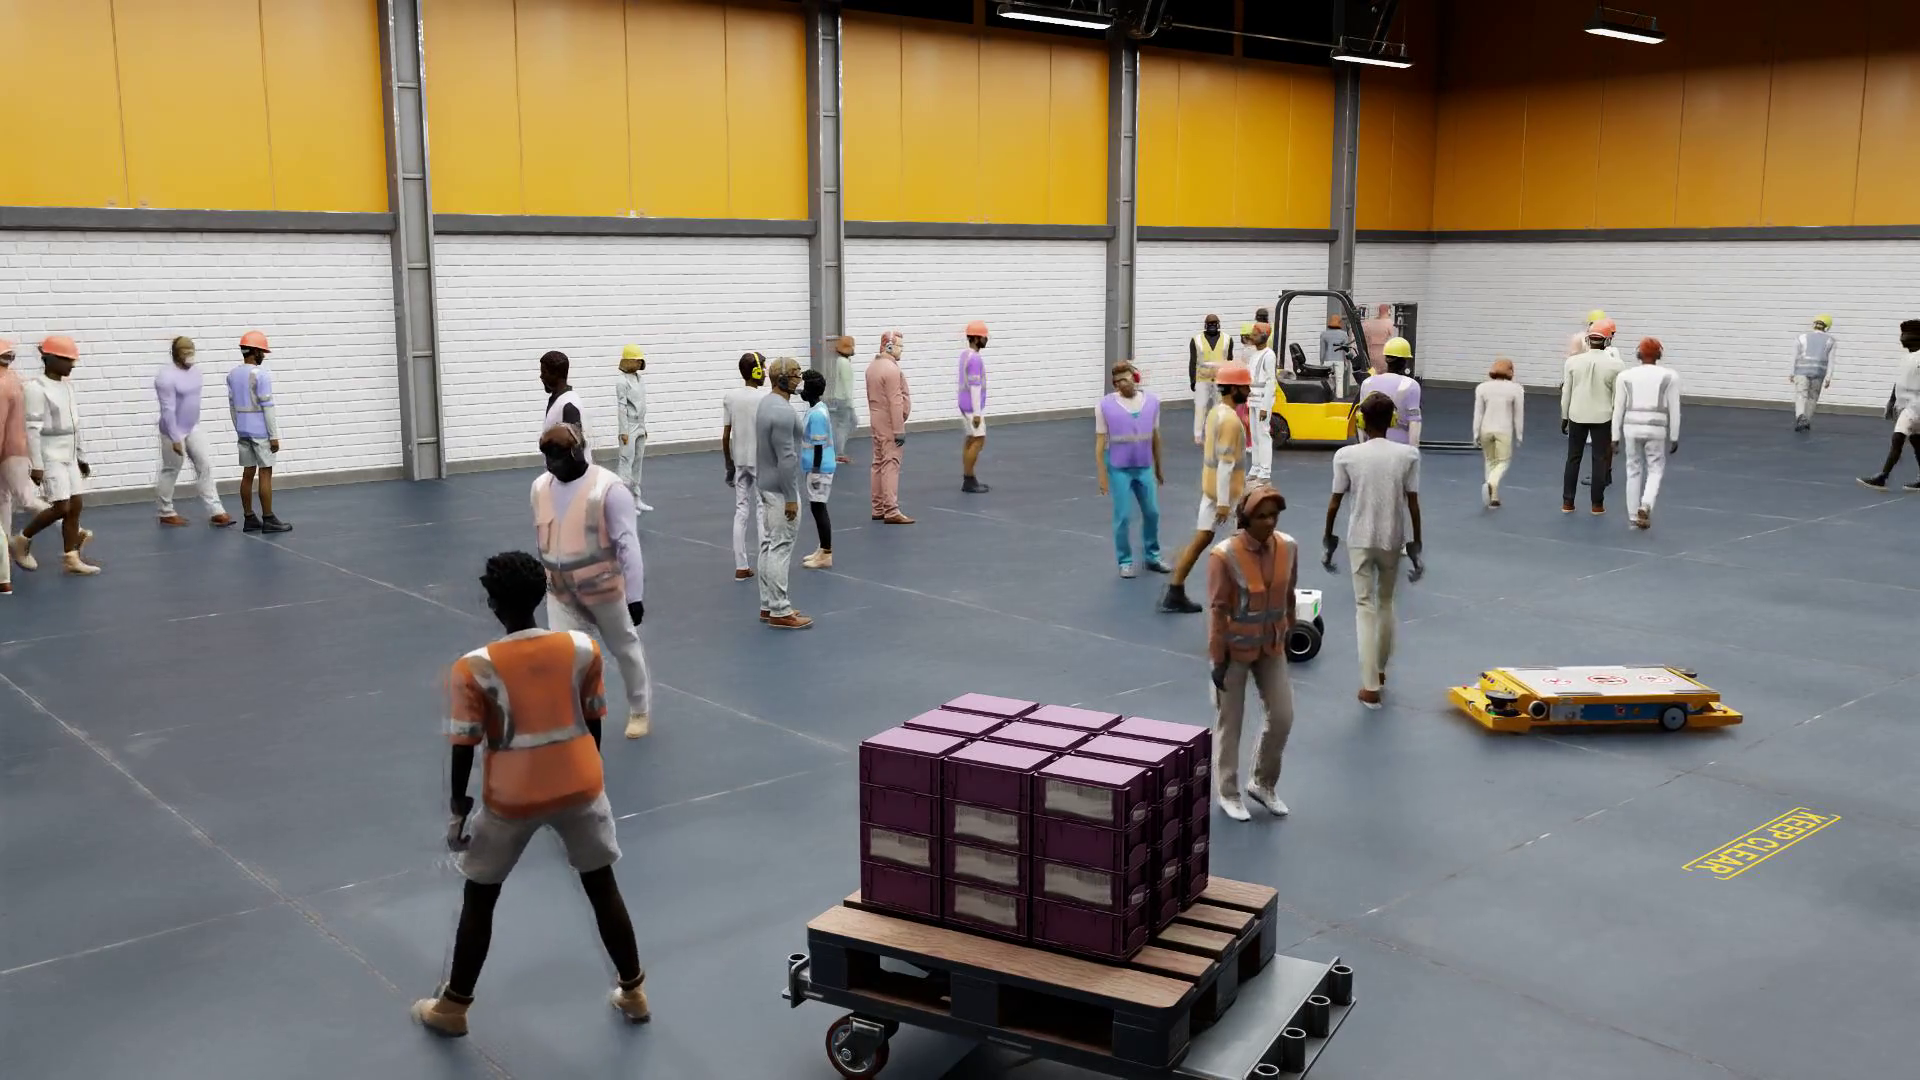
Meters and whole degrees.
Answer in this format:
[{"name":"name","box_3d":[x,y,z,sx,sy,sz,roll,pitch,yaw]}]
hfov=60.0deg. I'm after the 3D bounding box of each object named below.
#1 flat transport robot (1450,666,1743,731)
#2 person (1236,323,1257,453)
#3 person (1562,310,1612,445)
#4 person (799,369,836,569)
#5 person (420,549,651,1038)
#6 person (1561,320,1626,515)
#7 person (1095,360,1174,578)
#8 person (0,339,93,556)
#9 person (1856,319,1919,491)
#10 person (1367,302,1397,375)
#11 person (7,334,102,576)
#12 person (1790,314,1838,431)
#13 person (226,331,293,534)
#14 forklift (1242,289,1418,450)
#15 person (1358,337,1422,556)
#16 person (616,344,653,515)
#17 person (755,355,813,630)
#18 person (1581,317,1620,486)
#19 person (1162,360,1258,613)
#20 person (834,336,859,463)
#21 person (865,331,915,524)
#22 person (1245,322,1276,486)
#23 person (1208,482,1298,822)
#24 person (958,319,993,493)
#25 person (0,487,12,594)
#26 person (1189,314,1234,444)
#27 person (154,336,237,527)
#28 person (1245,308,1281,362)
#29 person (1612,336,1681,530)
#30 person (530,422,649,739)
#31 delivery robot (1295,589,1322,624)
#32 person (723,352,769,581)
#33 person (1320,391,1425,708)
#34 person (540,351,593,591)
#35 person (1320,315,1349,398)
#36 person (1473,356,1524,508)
[{"name":"flat transport robot","box_3d":[3.612,0.892,9.489,1.431,0.197,0.652,-1,10,-4]},{"name":"person","box_3d":[3.868,-2.020,22.201,0.419,1.751,0.531,5,11,29]},{"name":"person","box_3d":[8.853,-2.266,23.287,0.639,1.871,0.962,-3,10,-15]},{"name":"person","box_3d":[-1.211,-0.600,14.088,0.321,1.693,0.538,-1,10,-5]},{"name":"person","box_3d":[-1.488,0.867,5.637,0.713,1.655,0.479,-6,11,-31]},{"name":"person","box_3d":[6.462,-1.244,17.002,0.619,1.989,0.396,6,11,30]},{"name":"person","box_3d":[1.401,-0.578,13.616,0.668,1.803,0.418,-4,10,-21]},{"name":"person","box_3d":[-7.961,-0.739,14.128,0.910,1.956,0.620,-4,10,-20]},{"name":"person","box_3d":[10.537,-1.504,18.654,0.932,1.922,0.639,2,10,9]},{"name":"person","box_3d":[6.920,-2.926,27.123,0.435,1.881,0.669,-5,11,-29]},{"name":"person","box_3d":[-7.461,-0.678,13.616,0.652,2.010,0.661,0,10,0]},{"name":"person","box_3d":[12.741,-2.486,24.868,0.619,1.779,0.776,5,11,26]},{"name":"person","box_3d":[-6.697,-1.024,15.866,0.542,1.929,0.369,5,11,27]},{"name":"forklift","box_3d":[5.034,-2.339,22.783,2.313,2.155,1.214,3,10,16]},{"name":"person","box_3d":[3.797,-0.820,14.670,0.387,1.926,0.591,-9,13,-44]},{"name":"person","box_3d":[-3.338,-1.136,17.058,0.314,1.743,0.493,3,10,16]},{"name":"person","box_3d":[-1.271,-0.338,11.814,0.356,1.938,0.633,-3,10,-18]},{"name":"person","box_3d":[7.374,-1.590,19.152,0.373,1.934,0.552,6,11,32]},{"name":"person","box_3d":[1.952,-0.378,12.219,0.974,1.890,0.558,-1,10,-5]},{"name":"person","box_3d":[-1.441,-1.784,21.198,0.365,1.620,0.530,-2,10,-11]},{"name":"person","box_3d":[-0.685,-1.112,16.466,0.405,1.903,0.636,-4,11,-24]},{"name":"person","box_3d":[3.433,-1.555,19.102,0.355,1.884,0.575,-2,10,-9]},{"name":"person","box_3d":[1.345,0.525,7.699,0.518,1.611,0.420,-4,11,-23]},{"name":"person","box_3d":[0.171,-1.500,18.629,0.379,1.937,0.550,-2,10,-12]},{"name":"person","box_3d":[-7.582,-0.460,12.752,0.333,1.866,0.515,1,10,8]},{"name":"person","box_3d":[3.525,-2.249,23.330,0.621,1.835,0.430,0,10,2]},{"name":"person","box_3d":[-7.444,-1.025,16.031,0.945,1.873,0.633,3,10,17]},{"name":"person","box_3d":[5.063,-2.978,27.730,0.626,1.795,0.947,5,11,27]},{"name":"person","box_3d":[6.535,-1.003,15.883,0.615,1.873,0.530,6,11,30]},{"name":"person","box_3d":[-1.936,0.259,8.809,0.713,1.787,0.979,4,10,21]},{"name":"delivery robot","box_3d":[2.031,0.440,11.034,0.707,0.478,0.477,2,10,14]},{"name":"person","box_3d":[-1.682,-0.587,13.501,0.521,1.864,0.335,4,11,24]},{"name":"person","box_3d":[2.447,0.030,9.939,0.573,1.836,0.823,1,10,5]},{"name":"person","box_3d":[-3.037,-0.502,12.851,0.397,1.915,0.587,-4,11,-24]},{"name":"person","box_3d":[6.425,-3.048,28.573,0.499,1.633,0.286,3,10,16]},{"name":"person","box_3d":[5.542,-1.102,17.211,0.503,1.603,0.624,7,12,34]}]
